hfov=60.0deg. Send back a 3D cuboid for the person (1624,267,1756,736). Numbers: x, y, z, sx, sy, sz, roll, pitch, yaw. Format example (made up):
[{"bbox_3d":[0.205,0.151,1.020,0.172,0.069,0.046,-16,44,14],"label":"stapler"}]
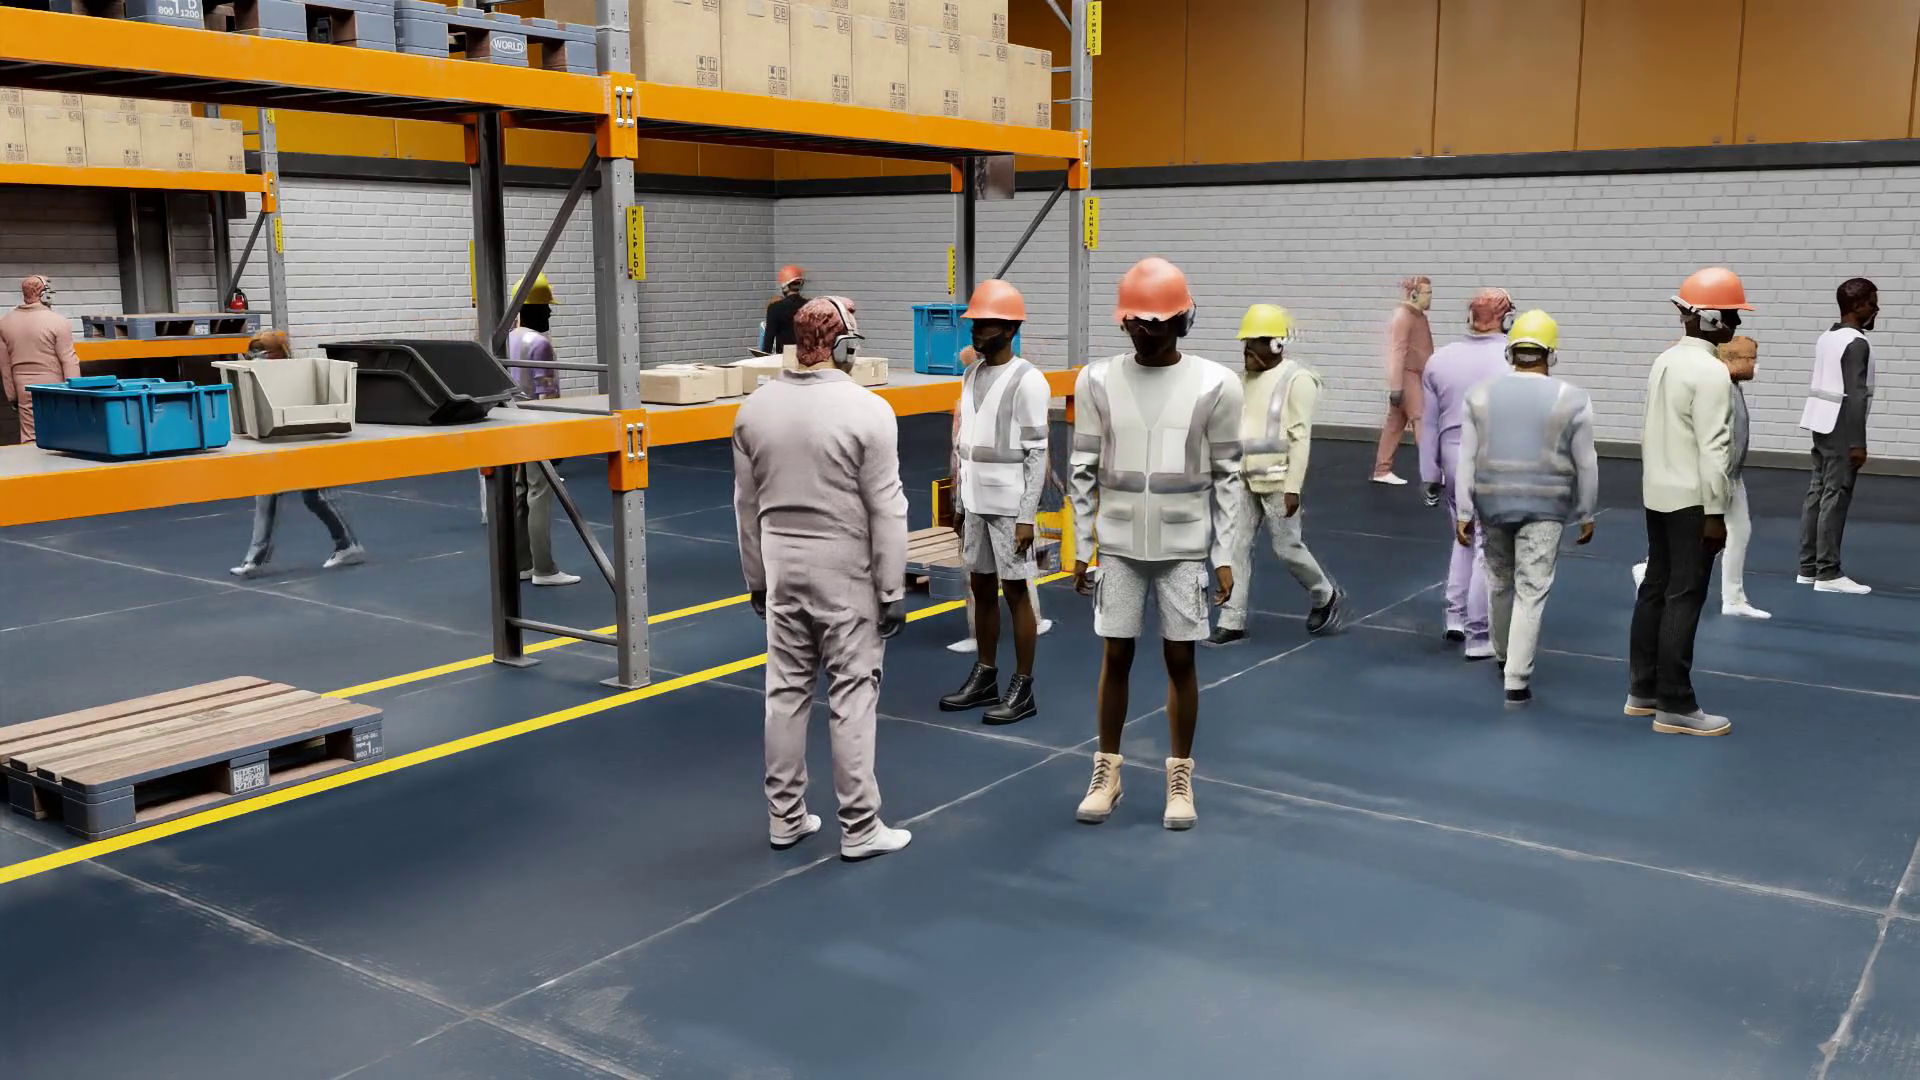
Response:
[{"bbox_3d":[3.154,-0.168,7.178,0.397,1.992,0.622,0,10,0],"label":"person"}]

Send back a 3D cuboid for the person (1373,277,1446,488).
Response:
[{"bbox_3d":[4.145,-1.391,14.819,0.932,1.863,0.674,4,10,23],"label":"person"}]

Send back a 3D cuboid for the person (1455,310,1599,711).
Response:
[{"bbox_3d":[2.650,-0.160,7.729,0.598,1.788,0.872,7,12,34],"label":"person"}]

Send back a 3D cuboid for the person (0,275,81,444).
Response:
[{"bbox_3d":[-7.419,-1.188,13.512,0.655,1.906,0.407,1,10,9],"label":"person"}]

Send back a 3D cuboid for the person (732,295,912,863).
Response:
[{"bbox_3d":[-0.445,0.131,5.658,0.644,1.907,0.400,5,11,30],"label":"person"}]

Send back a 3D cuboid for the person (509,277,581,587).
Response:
[{"bbox_3d":[-2.656,-0.674,10.388,0.370,1.928,0.585,-9,13,-42],"label":"person"}]

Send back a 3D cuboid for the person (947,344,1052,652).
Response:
[{"bbox_3d":[0.249,-0.235,8.722,0.740,1.612,0.320,-9,13,-42],"label":"person"}]

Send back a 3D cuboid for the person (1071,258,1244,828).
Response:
[{"bbox_3d":[0.685,0.027,5.913,0.609,2.030,0.410,3,10,15],"label":"person"}]

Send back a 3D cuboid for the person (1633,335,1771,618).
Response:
[{"bbox_3d":[4.266,-0.360,9.450,0.658,1.612,0.504,6,11,33],"label":"person"}]

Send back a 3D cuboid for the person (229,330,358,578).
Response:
[{"bbox_3d":[-4.333,-0.560,10.733,0.541,1.588,0.873,5,11,29],"label":"person"}]

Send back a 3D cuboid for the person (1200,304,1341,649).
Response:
[{"bbox_3d":[1.666,-0.338,8.750,0.805,1.808,0.587,-6,11,-34],"label":"person"}]

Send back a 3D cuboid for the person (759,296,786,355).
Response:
[{"bbox_3d":[-1.968,-1.873,18.395,0.522,1.636,0.309,-3,10,-15],"label":"person"}]

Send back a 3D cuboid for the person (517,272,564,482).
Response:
[{"bbox_3d":[-3.855,-1.479,15.178,0.355,1.930,0.587,-4,10,-21],"label":"person"}]

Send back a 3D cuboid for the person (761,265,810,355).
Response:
[{"bbox_3d":[-1.722,-1.794,16.932,0.623,1.975,0.545,-8,13,-41],"label":"person"}]

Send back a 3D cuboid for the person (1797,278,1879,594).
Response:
[{"bbox_3d":[5.397,-0.643,10.227,0.393,1.920,0.587,1,10,8],"label":"person"}]

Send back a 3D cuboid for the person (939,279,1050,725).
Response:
[{"bbox_3d":[0.151,-0.165,7.315,0.354,1.942,0.545,-8,12,-38],"label":"person"}]

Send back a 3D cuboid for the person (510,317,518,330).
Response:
[{"bbox_3d":[-3.408,-0.915,12.702,0.525,1.617,0.547,-4,10,-21],"label":"person"}]

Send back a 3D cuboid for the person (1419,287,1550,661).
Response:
[{"bbox_3d":[2.715,-0.337,8.512,0.653,1.887,0.581,9,13,43],"label":"person"}]
